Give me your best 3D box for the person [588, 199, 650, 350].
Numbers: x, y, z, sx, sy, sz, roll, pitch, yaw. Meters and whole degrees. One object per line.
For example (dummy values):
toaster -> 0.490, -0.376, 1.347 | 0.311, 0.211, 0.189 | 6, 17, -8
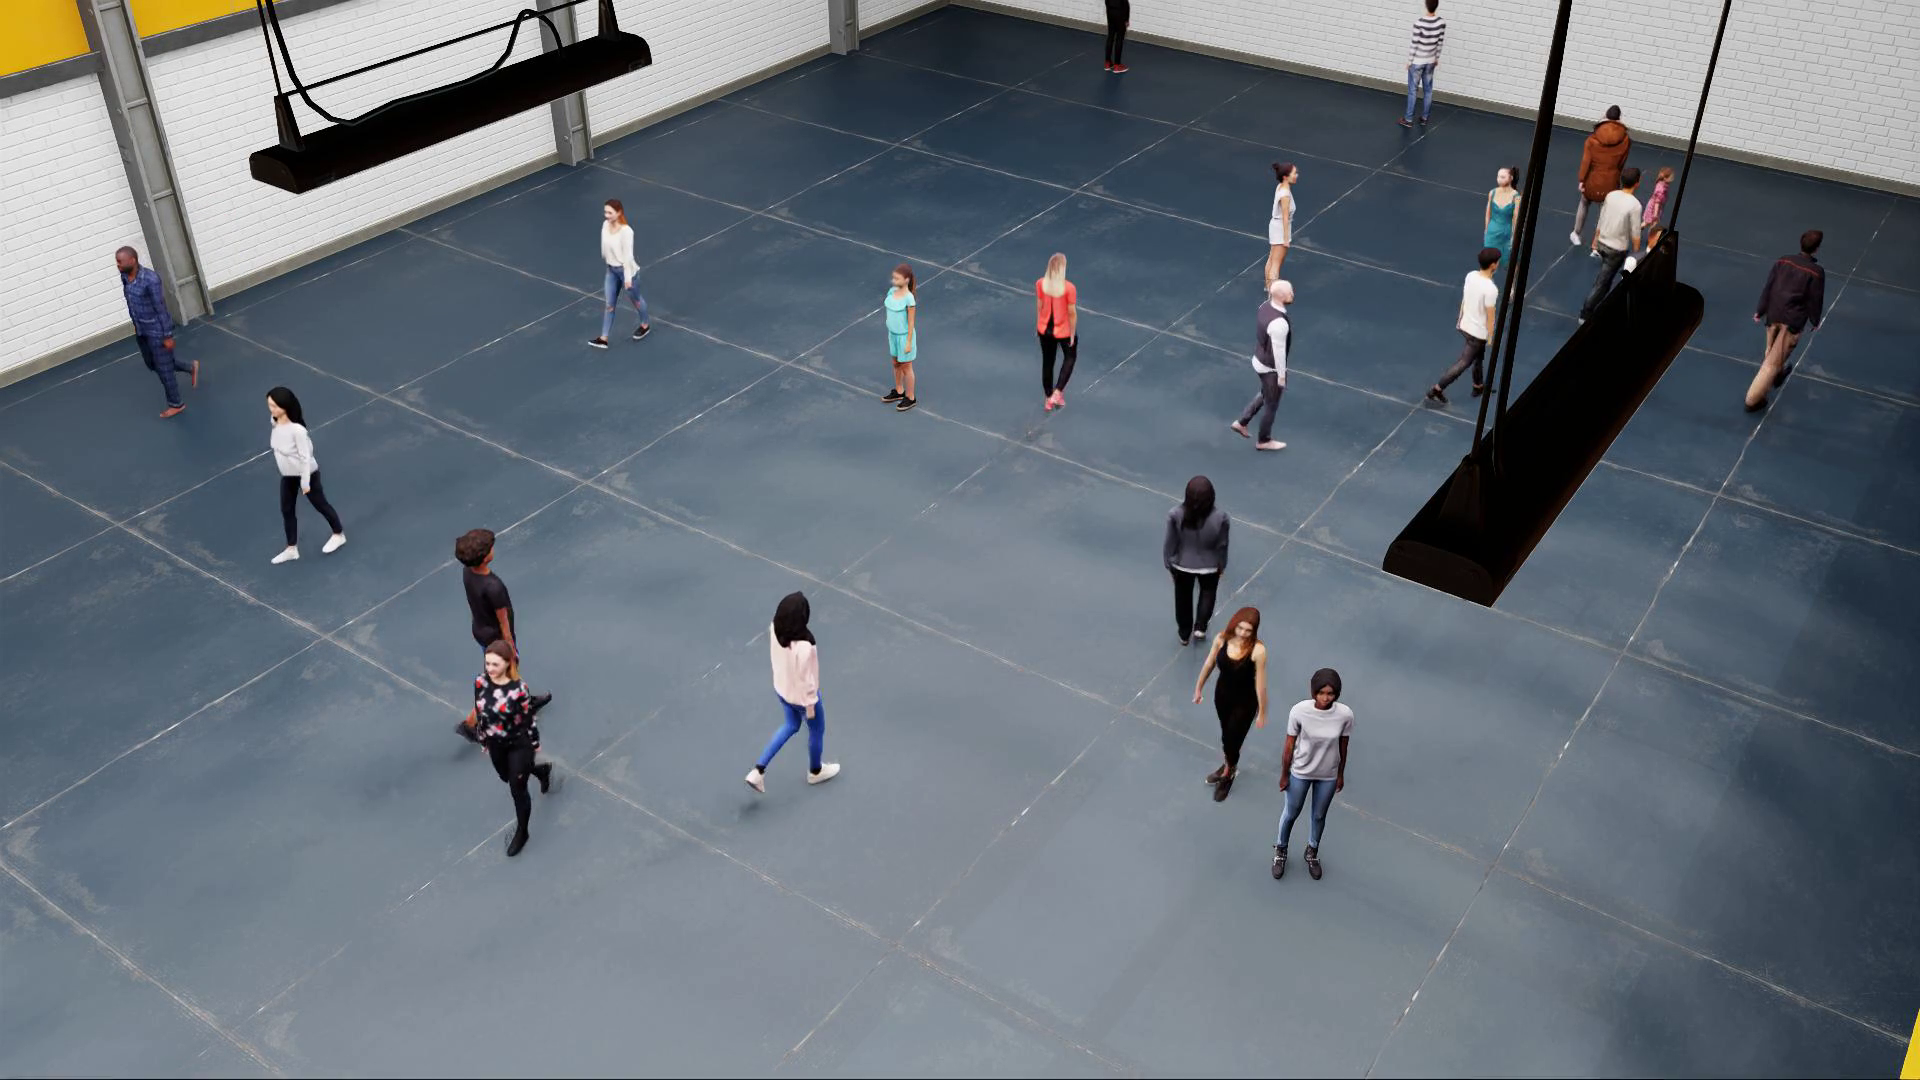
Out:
person -> -3.586, -2.902, 17.987 | 0.635, 1.652, 1.027 | 21, 39, 29

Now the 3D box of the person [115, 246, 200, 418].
person -> -8.021, -2.149, 16.722 | 0.749, 1.797, 0.898 | 16, 37, 22

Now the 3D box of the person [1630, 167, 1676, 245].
person -> 8.494, -4.100, 20.359 | 0.609, 1.020, 0.617 | 9, 35, 14

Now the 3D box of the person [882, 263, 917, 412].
person -> -0.589, -2.073, 16.824 | 0.636, 1.559, 0.614 | -23, 40, -30

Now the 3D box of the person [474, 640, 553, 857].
person -> -3.095, 1.355, 11.572 | 0.741, 1.663, 1.027 | 10, 35, 15

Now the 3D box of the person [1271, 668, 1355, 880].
person -> 2.373, 1.571, 11.196 | 0.672, 1.719, 0.691 | 1, 34, 2

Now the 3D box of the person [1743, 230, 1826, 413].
person -> 8.210, -2.153, 16.655 | 1.279, 1.879, 0.986 | -22, 40, -30

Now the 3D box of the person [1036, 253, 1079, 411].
person -> 0.925, -2.040, 16.659 | 0.647, 1.685, 0.699 | 15, 37, 22

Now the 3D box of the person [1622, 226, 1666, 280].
person -> 6.857, -2.312, 16.865 | 0.764, 1.911, 0.845 | -8, 35, -12

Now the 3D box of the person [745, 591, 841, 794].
person -> -1.232, 1.128, 11.838 | 1.078, 1.747, 0.839 | -22, 40, -30

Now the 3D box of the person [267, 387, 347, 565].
person -> -5.683, -0.621, 14.532 | 0.635, 1.677, 0.878 | 20, 38, 27

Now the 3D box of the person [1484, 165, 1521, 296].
person -> 6.137, -3.428, 18.767 | 0.633, 1.663, 0.810 | 25, 41, 32

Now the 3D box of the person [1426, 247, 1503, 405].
person -> 5.141, -2.133, 16.796 | 1.148, 1.690, 1.059 | -7, 34, -11

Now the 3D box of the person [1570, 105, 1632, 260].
person -> 7.679, -4.237, 19.859 | 0.985, 1.803, 1.210 | 6, 34, 9

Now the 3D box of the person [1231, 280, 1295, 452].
person -> 2.907, -1.656, 15.969 | 0.982, 1.811, 0.923 | -4, 34, -7

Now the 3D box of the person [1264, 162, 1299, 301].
person -> 3.653, -3.535, 18.981 | 0.722, 1.605, 0.644 | 0, 34, 0

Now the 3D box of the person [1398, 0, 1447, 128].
person -> 6.619, -6.840, 23.730 | 0.700, 1.852, 0.778 | -8, 34, -11

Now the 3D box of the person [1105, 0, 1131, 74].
person -> 2.435, -8.124, 25.823 | 0.628, 1.675, 0.554 | 28, 43, 35

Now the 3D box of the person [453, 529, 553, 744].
person -> -3.540, 0.733, 12.405 | 1.130, 1.777, 0.735 | -29, 43, -36

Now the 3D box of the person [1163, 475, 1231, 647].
person -> 1.896, 0.205, 13.368 | 0.795, 1.591, 0.814 | 5, 34, 7

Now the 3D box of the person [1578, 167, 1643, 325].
person -> 7.118, -3.207, 18.321 | 0.997, 1.790, 0.892 | -12, 35, -17

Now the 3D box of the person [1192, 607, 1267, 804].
person -> 2.035, 1.121, 11.887 | 0.702, 1.704, 0.749 | -27, 42, -34
